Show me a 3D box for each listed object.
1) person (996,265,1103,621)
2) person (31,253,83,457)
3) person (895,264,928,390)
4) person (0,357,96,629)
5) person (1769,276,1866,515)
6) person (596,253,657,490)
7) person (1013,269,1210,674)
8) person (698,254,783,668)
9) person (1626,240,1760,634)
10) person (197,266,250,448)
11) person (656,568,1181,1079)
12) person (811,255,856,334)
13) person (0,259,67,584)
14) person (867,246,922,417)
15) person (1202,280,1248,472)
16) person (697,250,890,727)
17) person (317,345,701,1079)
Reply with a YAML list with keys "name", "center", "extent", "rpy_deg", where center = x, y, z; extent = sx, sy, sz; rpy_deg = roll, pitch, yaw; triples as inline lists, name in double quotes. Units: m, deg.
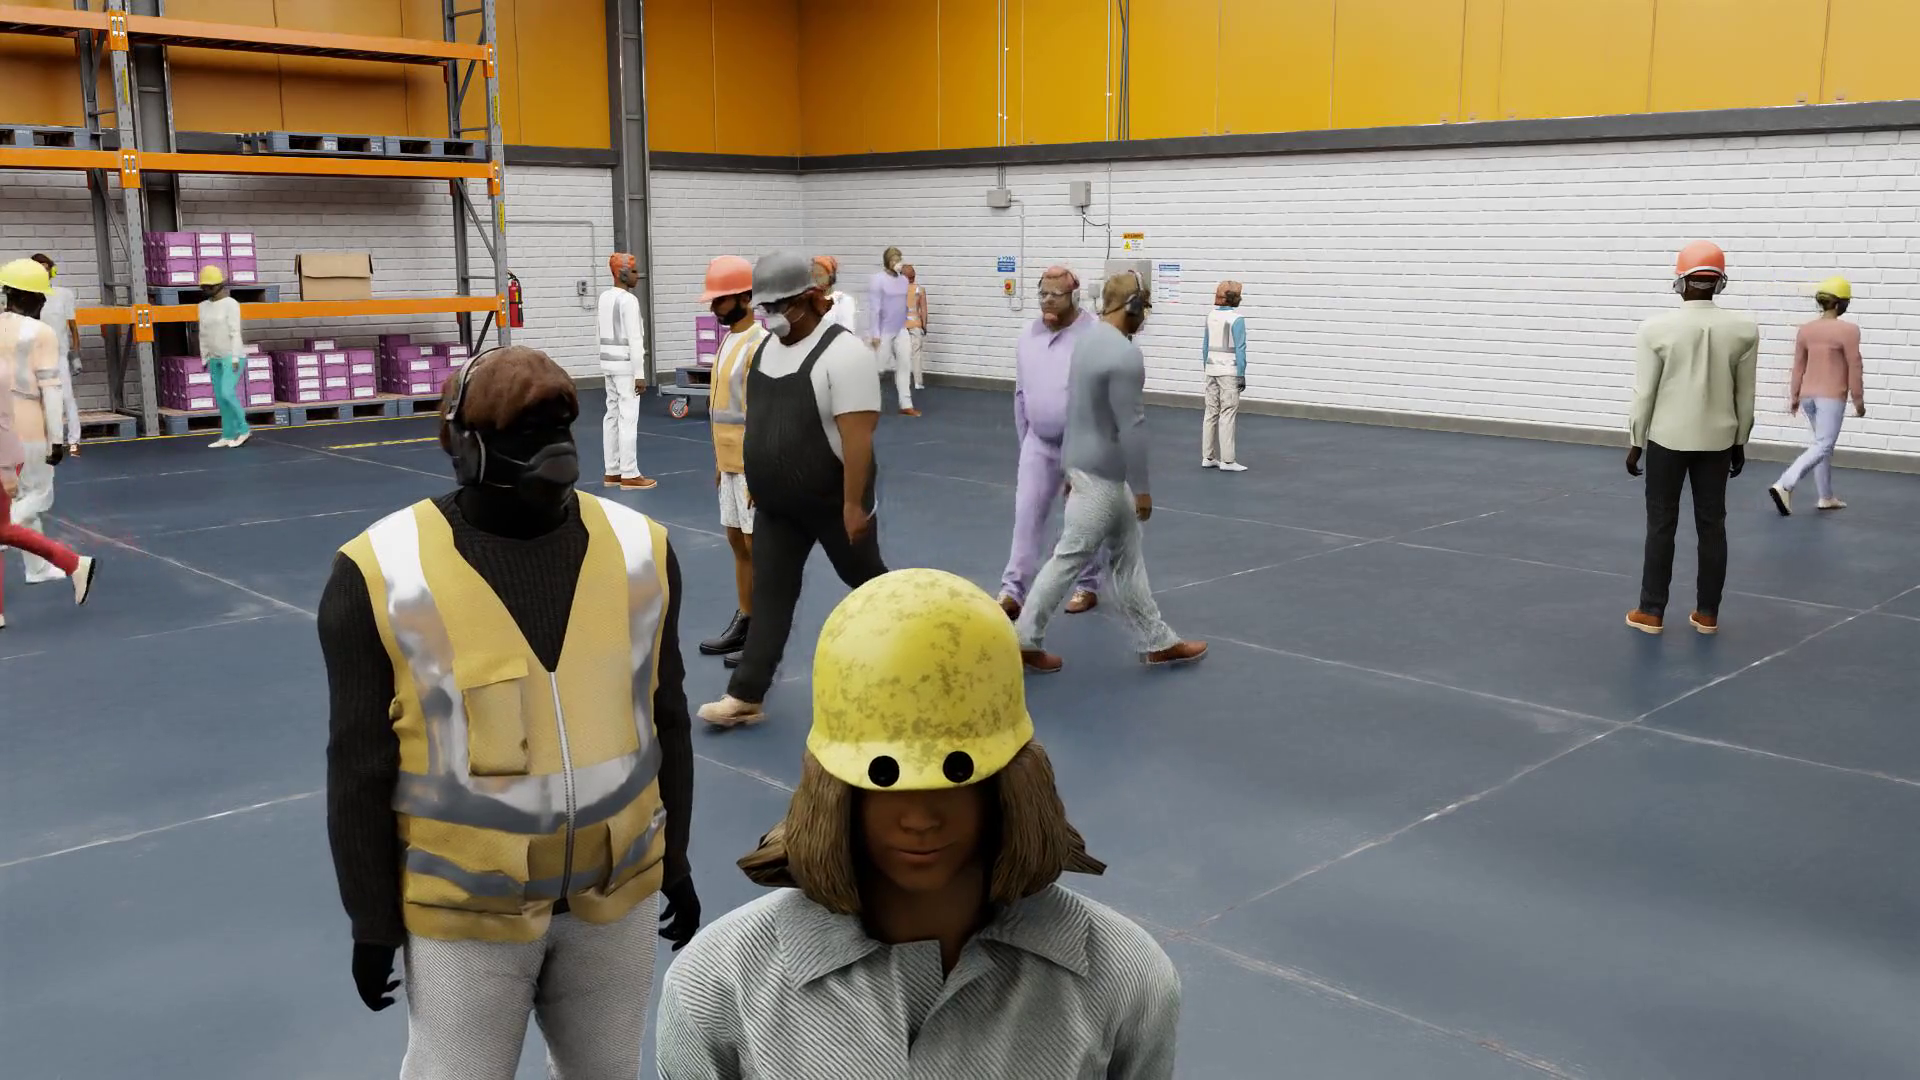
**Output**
- name: "person"
  center: [0.488, -0.485, 8.672]
  extent: [0.642, 1.856, 0.952]
  rpy_deg: [6, 12, 29]
- name: "person"
  center: [-8.314, -1.680, 15.201]
  extent: [0.515, 1.862, 0.328]
  rpy_deg: [-3, 11, -14]
- name: "person"
  center: [-0.679, -2.779, 21.782]
  extent: [0.519, 1.645, 0.307]
  rpy_deg: [1, 10, 4]
- name: "person"
  center: [-4.907, -0.409, 8.566]
  extent: [0.663, 1.739, 0.521]
  rpy_deg: [-8, 13, -37]
- name: "person"
  center: [6.235, -1.047, 12.084]
  extent: [0.809, 1.735, 0.525]
  rpy_deg: [-3, 11, -16]
- name: "person"
  center: [-2.693, -1.344, 13.302]
  extent: [0.337, 1.881, 0.584]
  rpy_deg: [-8, 13, -39]
- name: "person"
  center: [0.646, -0.296, 7.647]
  extent: [1.019, 1.871, 0.643]
  rpy_deg: [-2, 11, -9]
- name: "person"
  center: [-1.036, -0.366, 7.838]
  extent: [0.363, 1.933, 0.543]
  rpy_deg: [-6, 12, -28]
- name: "person"
  center: [3.694, -0.507, 8.435]
  extent: [0.612, 1.995, 0.376]
  rpy_deg: [1, 10, 3]
- name: "person"
  center: [-6.972, -1.716, 15.741]
  extent: [0.574, 1.741, 0.452]
  rpy_deg: [5, 11, 25]
- name: "person"
  center: [-0.036, 0.881, 1.552]
  extent: [0.485, 1.744, 0.295]
  rpy_deg: [-1, 10, -6]
- name: "person"
  center: [-1.040, -1.340, 13.326]
  extent: [0.580, 1.865, 0.460]
  rpy_deg: [9, 13, 39]
- name: "person"
  center: [-5.367, -0.633, 9.406]
  extent: [0.595, 1.896, 0.711]
  rpy_deg: [3, 11, 17]
- name: "person"
  center: [-0.835, -2.337, 18.672]
  extent: [0.912, 1.910, 0.642]
  rpy_deg: [9, 14, 41]
- name: "person"
  center: [2.281, -1.410, 14.335]
  extent: [0.311, 1.636, 0.523]
  rpy_deg: [-6, 12, -28]
- name: "person"
  center: [-0.601, -0.259, 6.957]
  extent: [0.731, 2.000, 1.065]
  rpy_deg: [9, 14, 40]
- name: "person"
  center: [-0.731, 0.595, 2.836]
  extent: [0.633, 1.846, 0.429]
  rpy_deg: [-7, 12, -32]
